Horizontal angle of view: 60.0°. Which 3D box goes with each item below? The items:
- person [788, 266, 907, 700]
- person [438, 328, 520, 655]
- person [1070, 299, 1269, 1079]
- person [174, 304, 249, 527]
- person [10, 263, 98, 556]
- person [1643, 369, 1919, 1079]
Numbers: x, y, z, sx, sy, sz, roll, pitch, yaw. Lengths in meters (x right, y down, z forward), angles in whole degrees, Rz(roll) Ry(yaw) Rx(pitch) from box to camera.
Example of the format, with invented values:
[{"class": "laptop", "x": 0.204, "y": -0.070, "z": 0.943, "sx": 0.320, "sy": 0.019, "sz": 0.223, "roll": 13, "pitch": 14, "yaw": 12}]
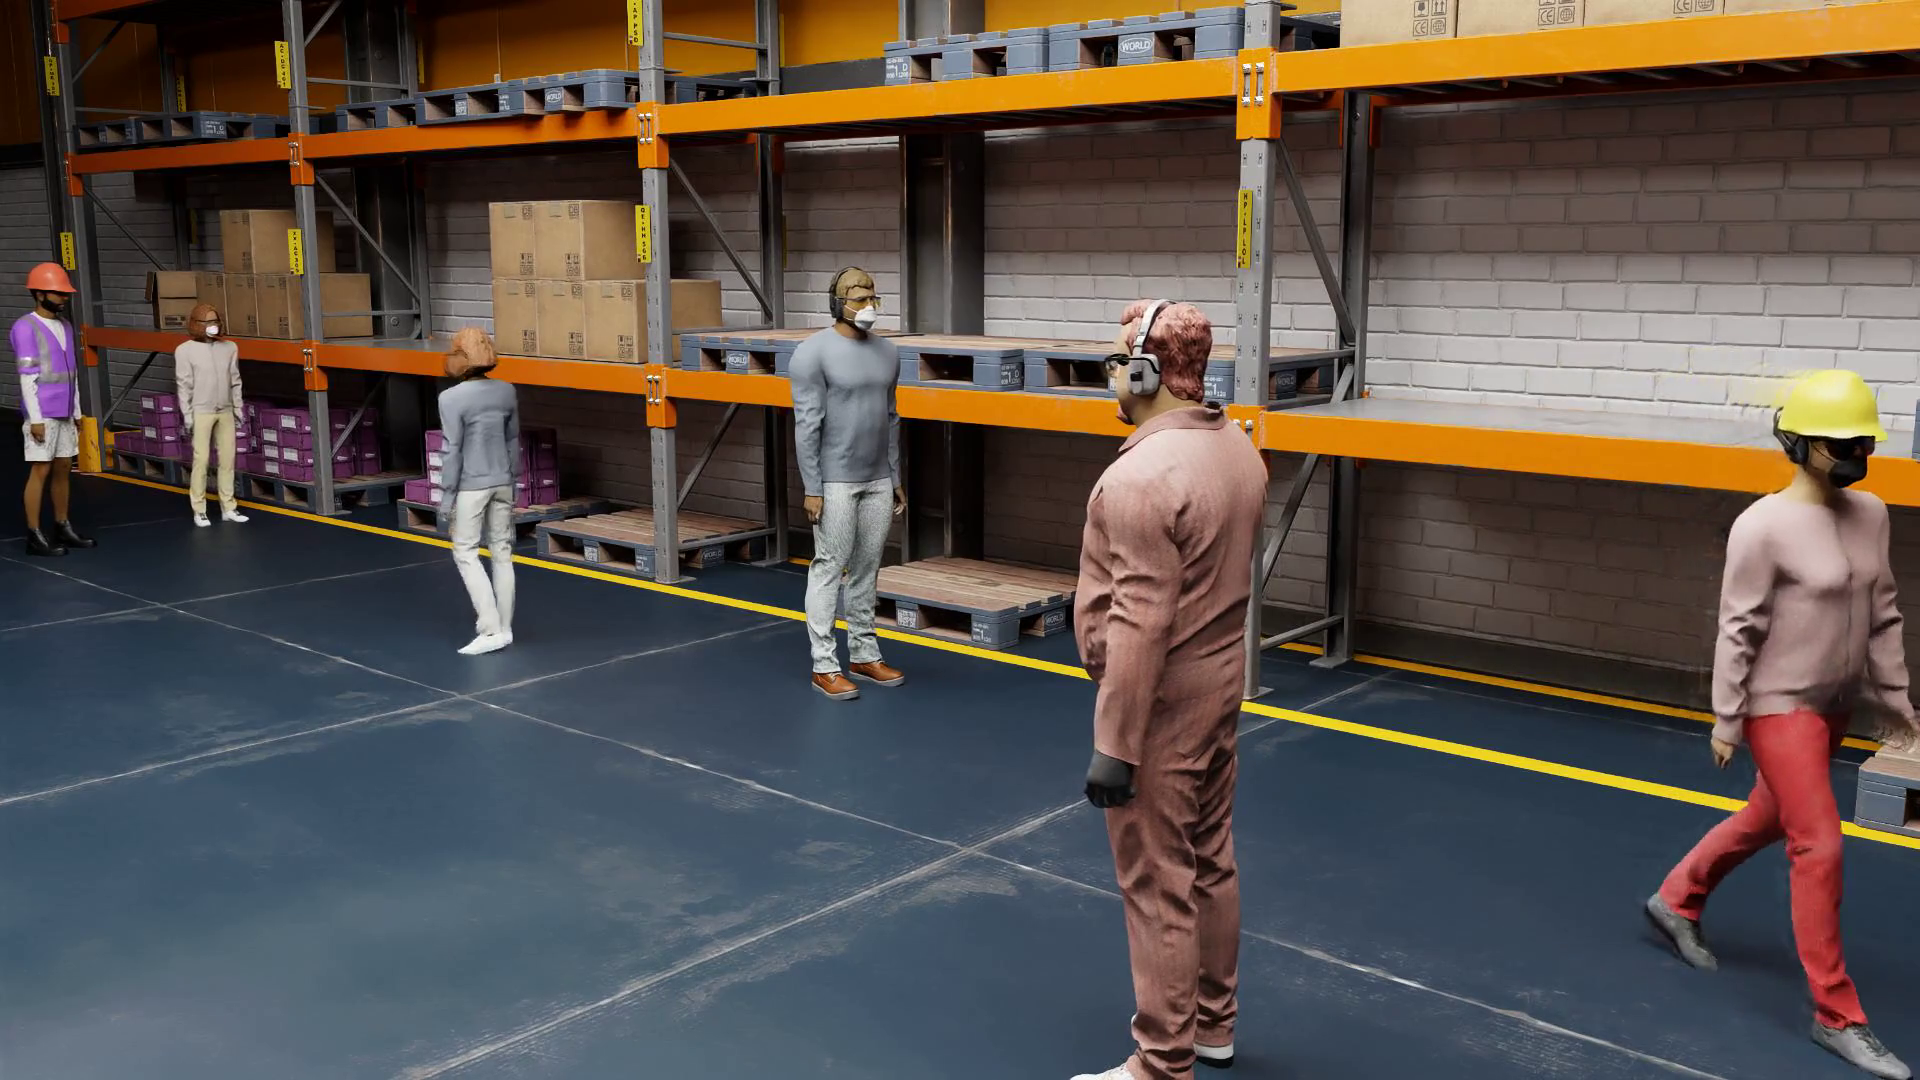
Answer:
[{"class": "person", "x": -0.486, "y": -0.261, "z": 7.559, "sx": 0.372, "sy": 1.940, "sz": 0.632, "roll": 8, "pitch": 13, "yaw": 40}, {"class": "person", "x": -2.382, "y": -0.245, "z": 8.370, "sx": 0.405, "sy": 1.631, "sz": 0.567, "roll": 6, "pitch": 12, "yaw": 31}, {"class": "person", "x": 0.464, "y": 0.394, "z": 3.922, "sx": 0.401, "sy": 1.906, "sz": 0.651, "roll": 6, "pitch": 12, "yaw": 30}, {"class": "person", "x": -5.470, "y": -0.911, "z": 12.166, "sx": 0.288, "sy": 1.623, "sz": 0.499, "roll": 6, "pitch": 12, "yaw": 32}, {"class": "person", "x": -5.982, "y": -0.859, "z": 11.006, "sx": 0.411, "sy": 1.926, "sz": 0.548, "roll": 1, "pitch": 10, "yaw": 6}, {"class": "person", "x": 2.151, "y": 0.409, "z": 4.341, "sx": 0.527, "sy": 1.731, "sz": 0.871, "roll": -5, "pitch": 11, "yaw": -29}]
